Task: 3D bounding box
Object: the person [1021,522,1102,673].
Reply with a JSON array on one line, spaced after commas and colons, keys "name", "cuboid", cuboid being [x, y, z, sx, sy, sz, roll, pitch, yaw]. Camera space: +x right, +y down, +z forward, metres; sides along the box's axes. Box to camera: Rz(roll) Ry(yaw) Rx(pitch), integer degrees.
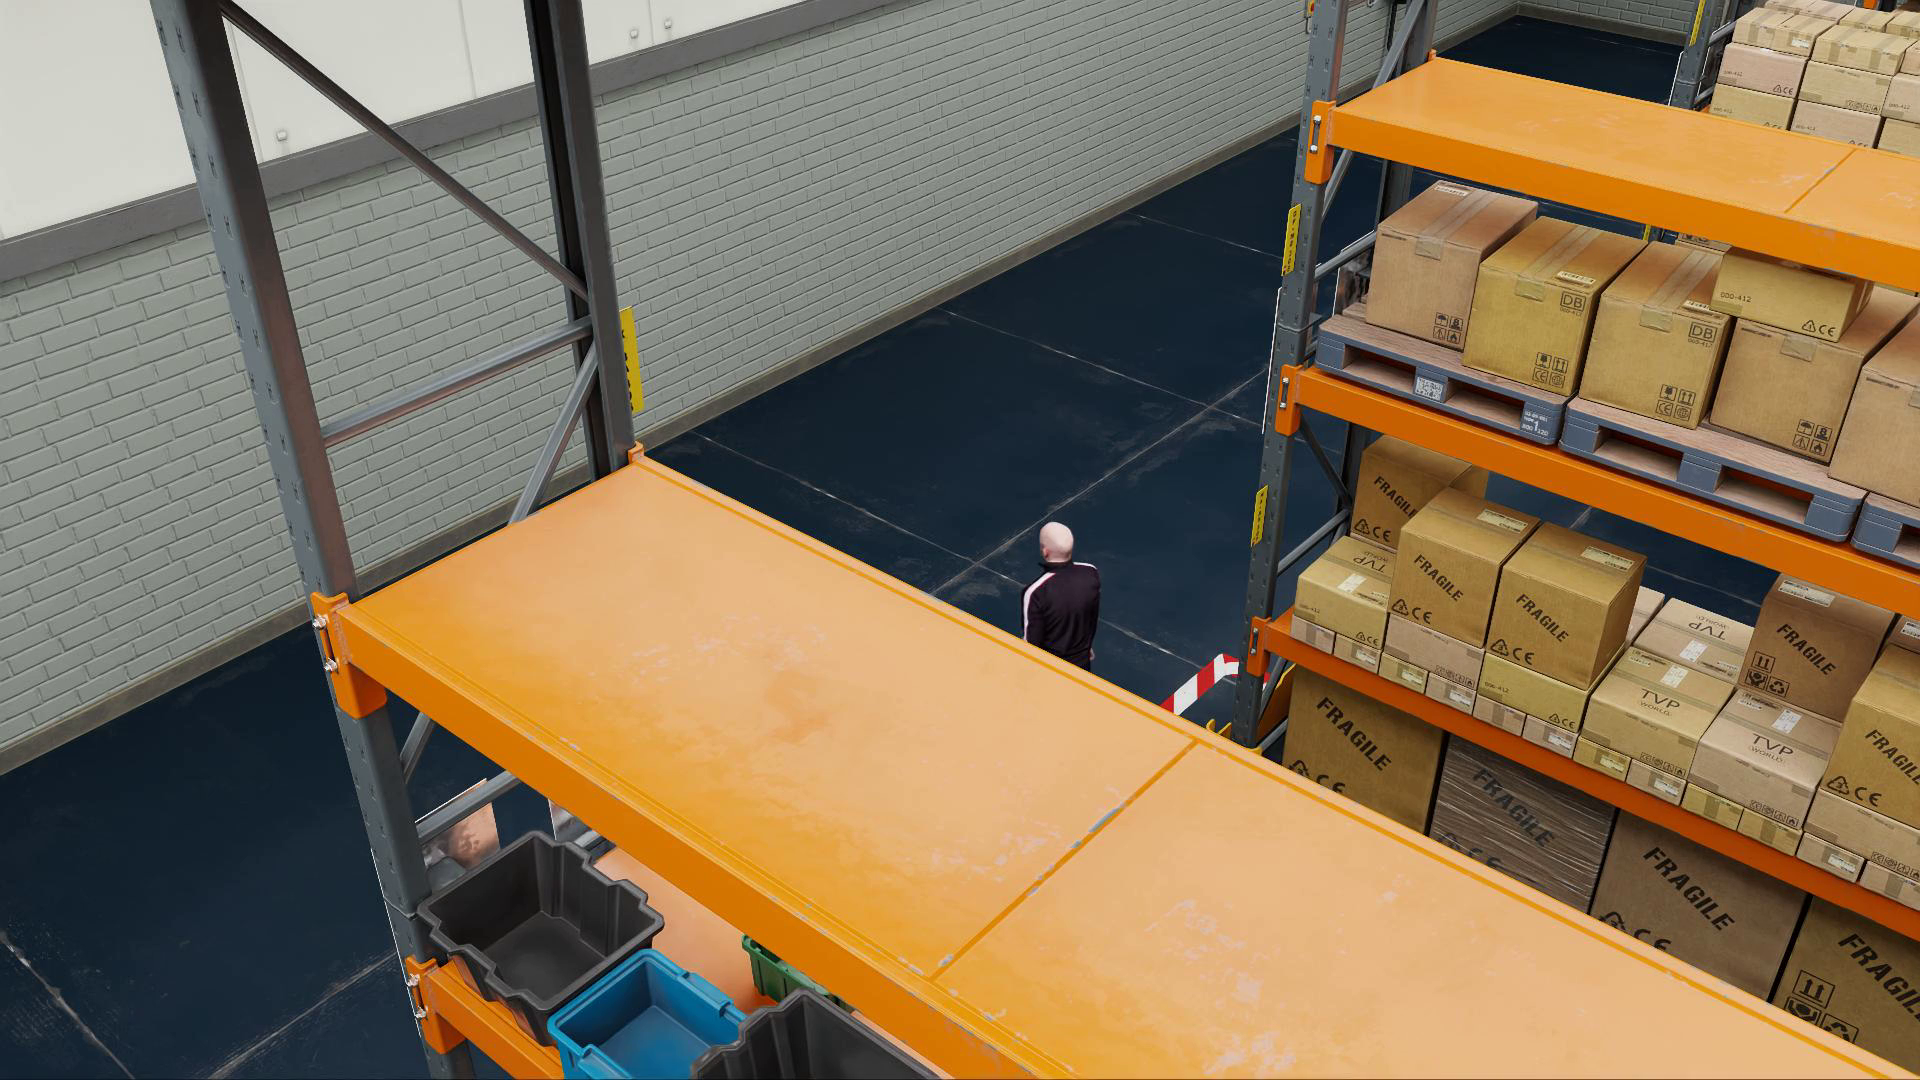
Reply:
[{"name": "person", "cuboid": [0.543, 0.704, 9.139, 0.726, 1.835, 0.667, -21, 39, -29]}]
